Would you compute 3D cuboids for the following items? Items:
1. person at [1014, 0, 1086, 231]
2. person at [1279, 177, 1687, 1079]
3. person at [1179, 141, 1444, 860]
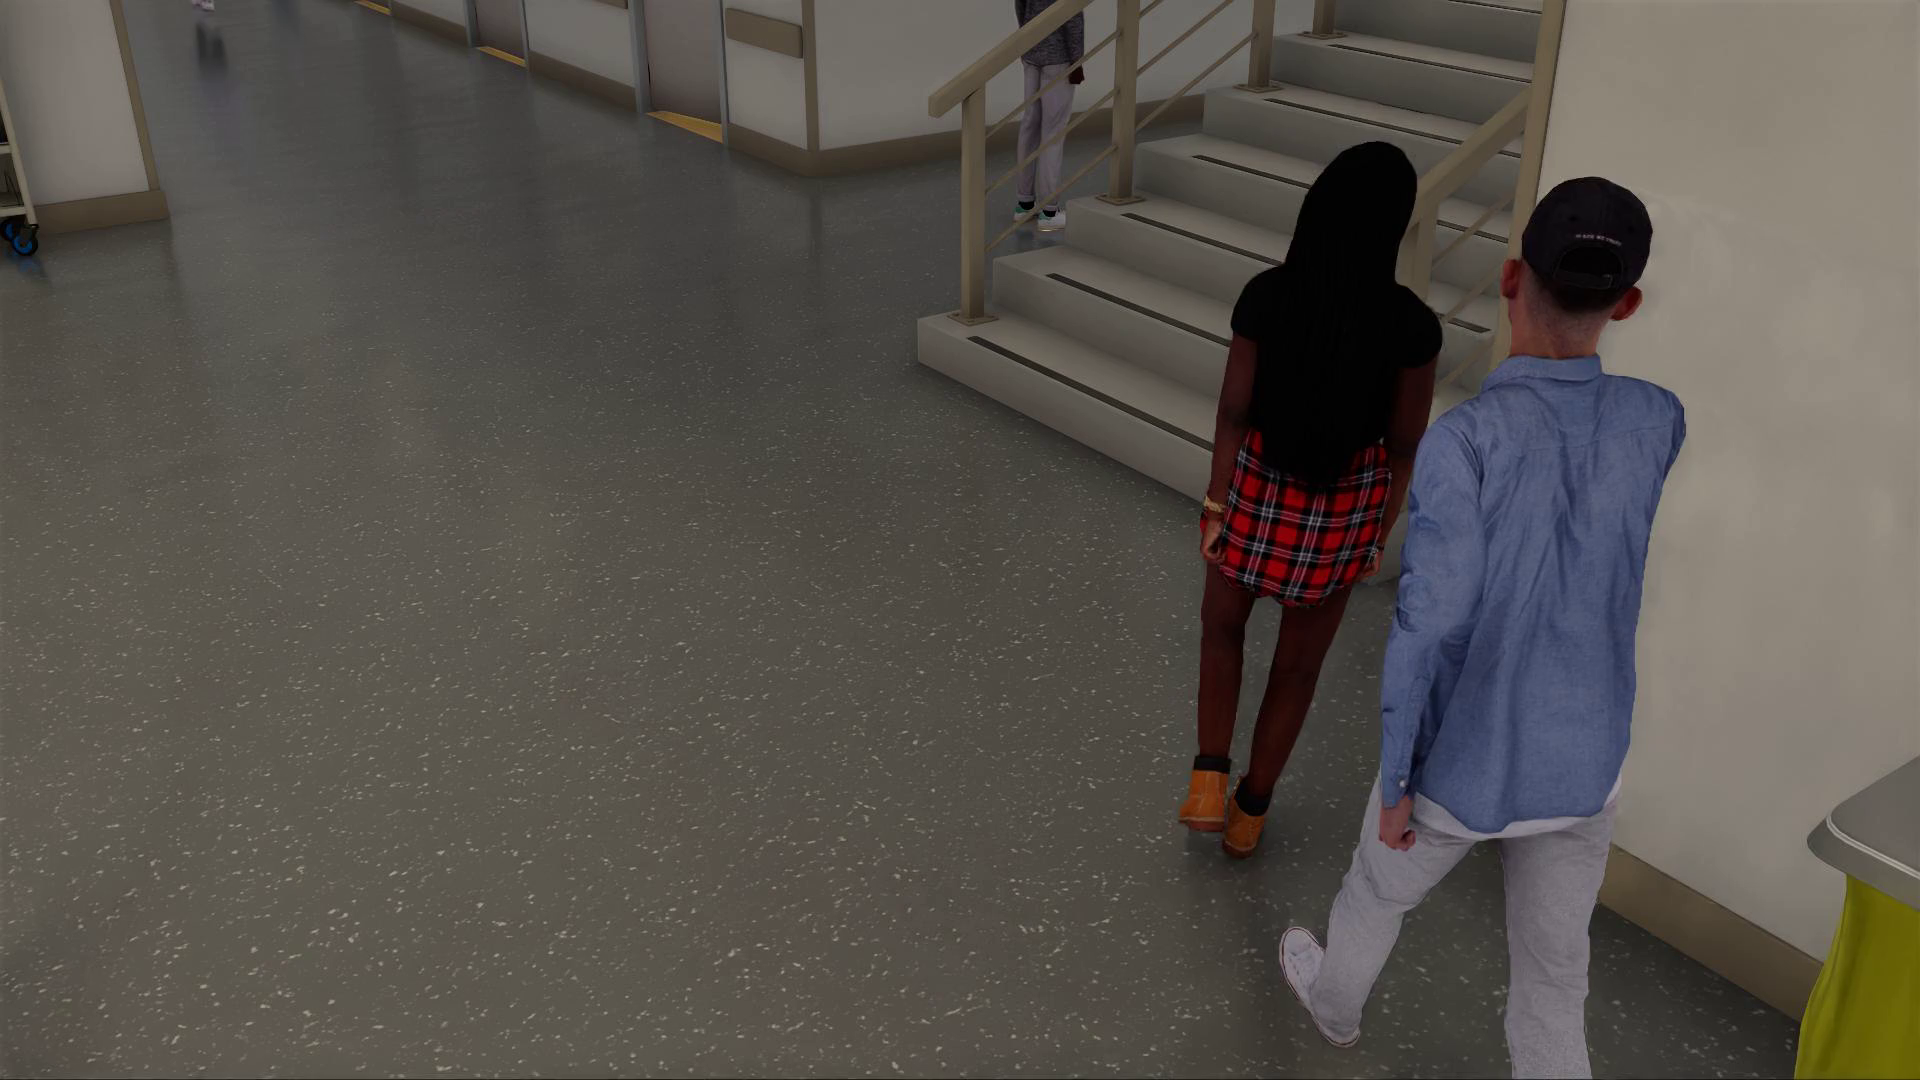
[{"bbox_3d":[0.468,-2.622,8.966,0.560,1.838,0.711,-14,29,-27],"label":"person"},{"bbox_3d":[0.932,0.404,2.691,1.249,1.837,1.031,-6,26,-13],"label":"person"},{"bbox_3d":[0.754,0.017,3.643,0.812,1.707,0.872,3,26,6],"label":"person"}]
